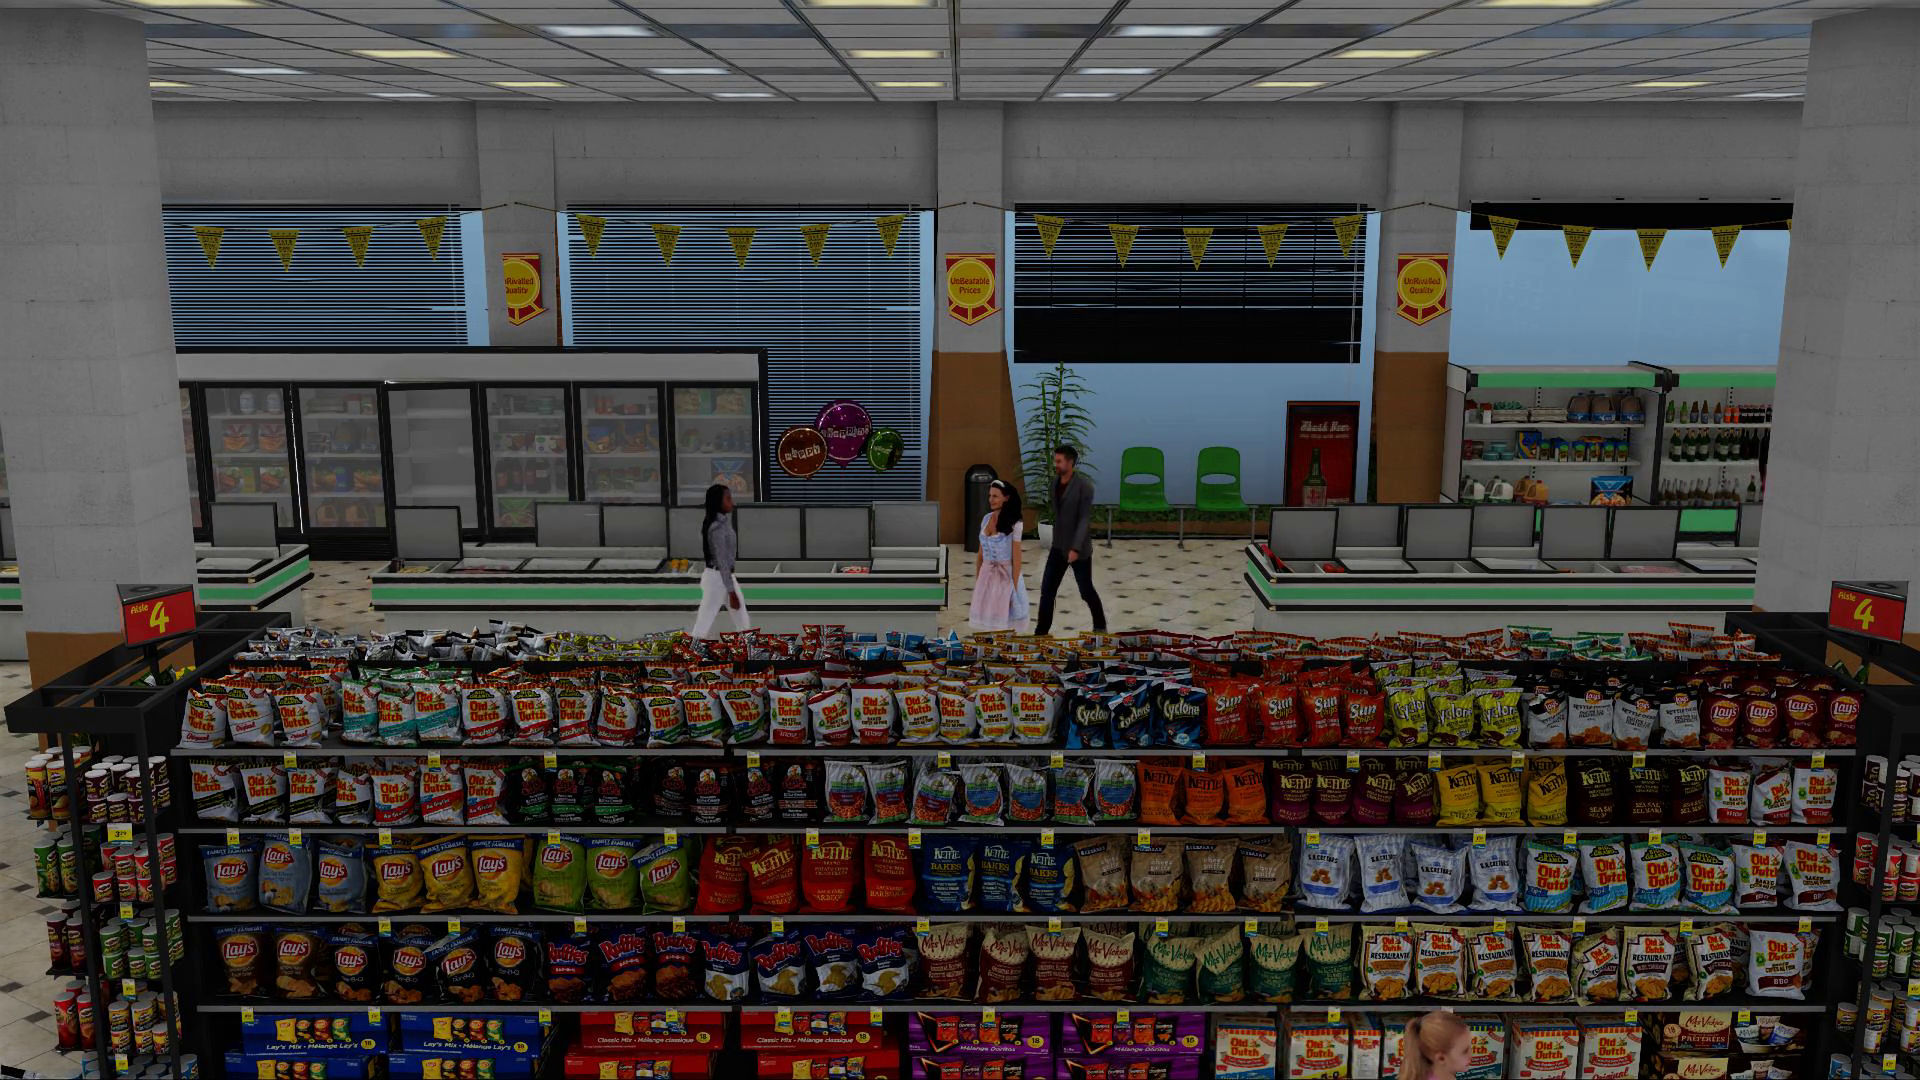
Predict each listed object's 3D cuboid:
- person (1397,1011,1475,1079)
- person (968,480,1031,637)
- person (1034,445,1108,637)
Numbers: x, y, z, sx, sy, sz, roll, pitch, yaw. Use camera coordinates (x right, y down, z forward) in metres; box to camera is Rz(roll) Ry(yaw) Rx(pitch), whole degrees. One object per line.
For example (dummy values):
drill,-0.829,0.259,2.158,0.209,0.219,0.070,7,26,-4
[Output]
person,1.597,2.248,5.872,0.878,1.251,0.674,4,13,20
person,0.316,0.415,13.200,0.855,1.818,0.918,10,16,41
person,1.042,0.094,14.714,1.210,1.823,1.253,11,16,43
